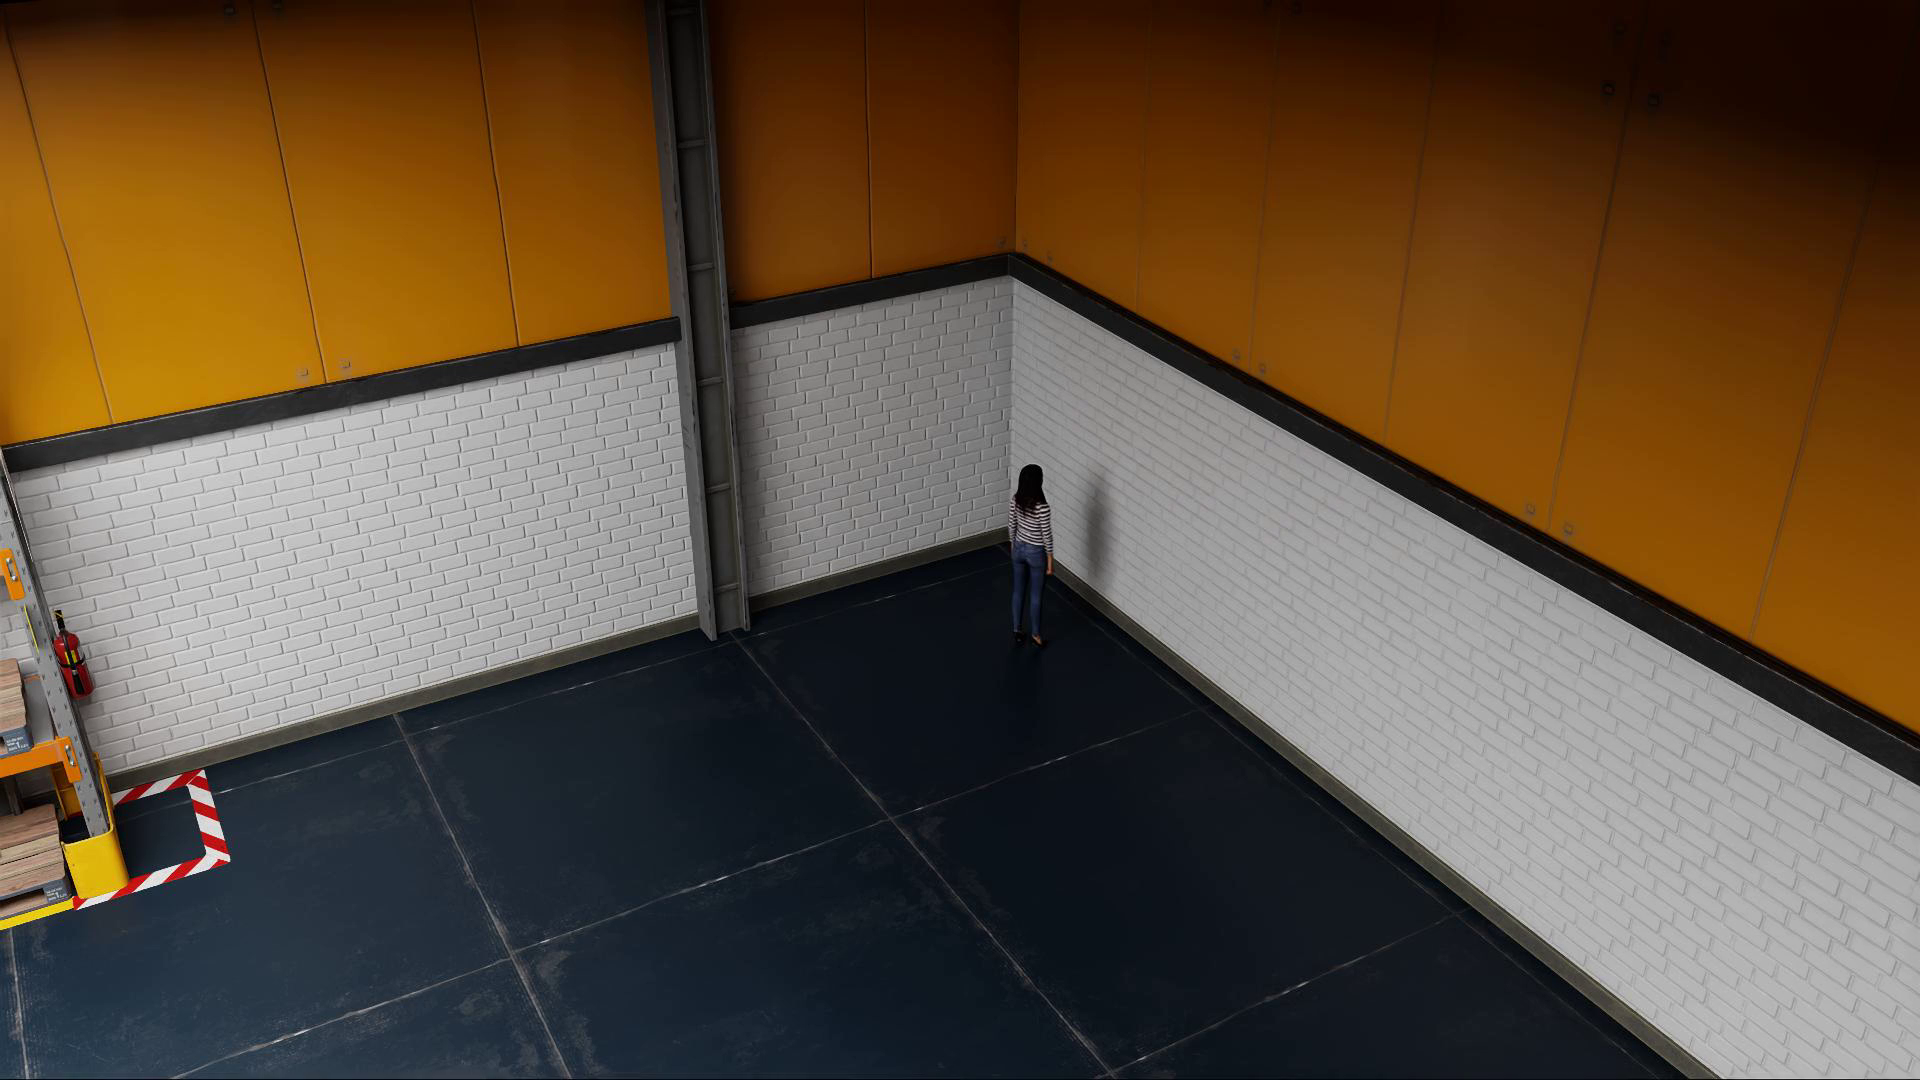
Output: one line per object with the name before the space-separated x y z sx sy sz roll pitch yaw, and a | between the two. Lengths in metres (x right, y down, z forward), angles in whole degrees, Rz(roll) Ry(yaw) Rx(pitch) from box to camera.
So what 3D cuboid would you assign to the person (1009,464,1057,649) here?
person | 0.620 0.153 14.718 0.649 1.796 0.612 21 35 33
